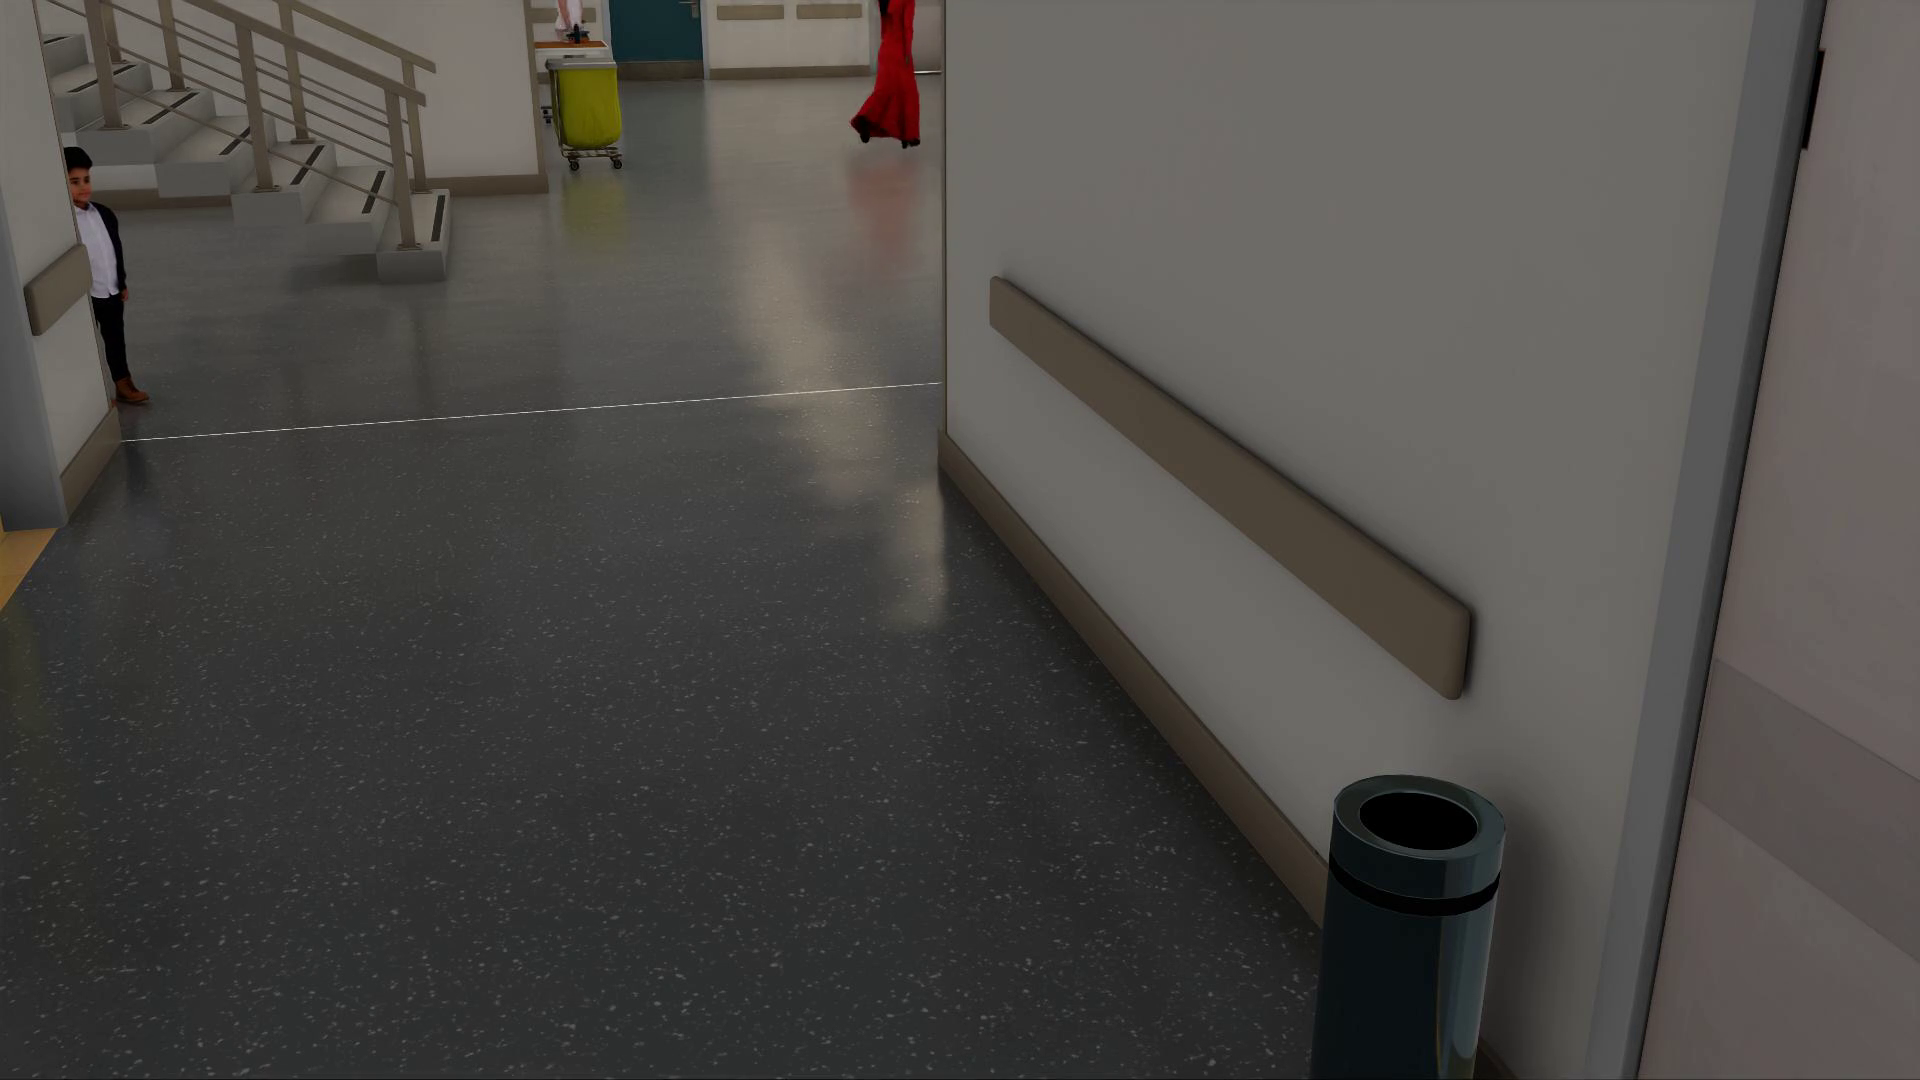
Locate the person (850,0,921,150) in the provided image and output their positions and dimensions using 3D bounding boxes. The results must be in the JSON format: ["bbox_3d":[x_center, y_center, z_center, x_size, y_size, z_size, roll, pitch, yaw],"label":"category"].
[{"bbox_3d":[-0.691,-4.632,16.036,1.000,1.757,1.118,15,26,35],"label":"person"}]

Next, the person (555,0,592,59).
[{"bbox_3d":[-4.629,-5.988,19.471,0.896,1.861,0.857,5,21,13],"label":"person"}]

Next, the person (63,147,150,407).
[{"bbox_3d":[-4.070,-1.220,7.783,0.633,1.223,0.574,11,23,27],"label":"person"}]
